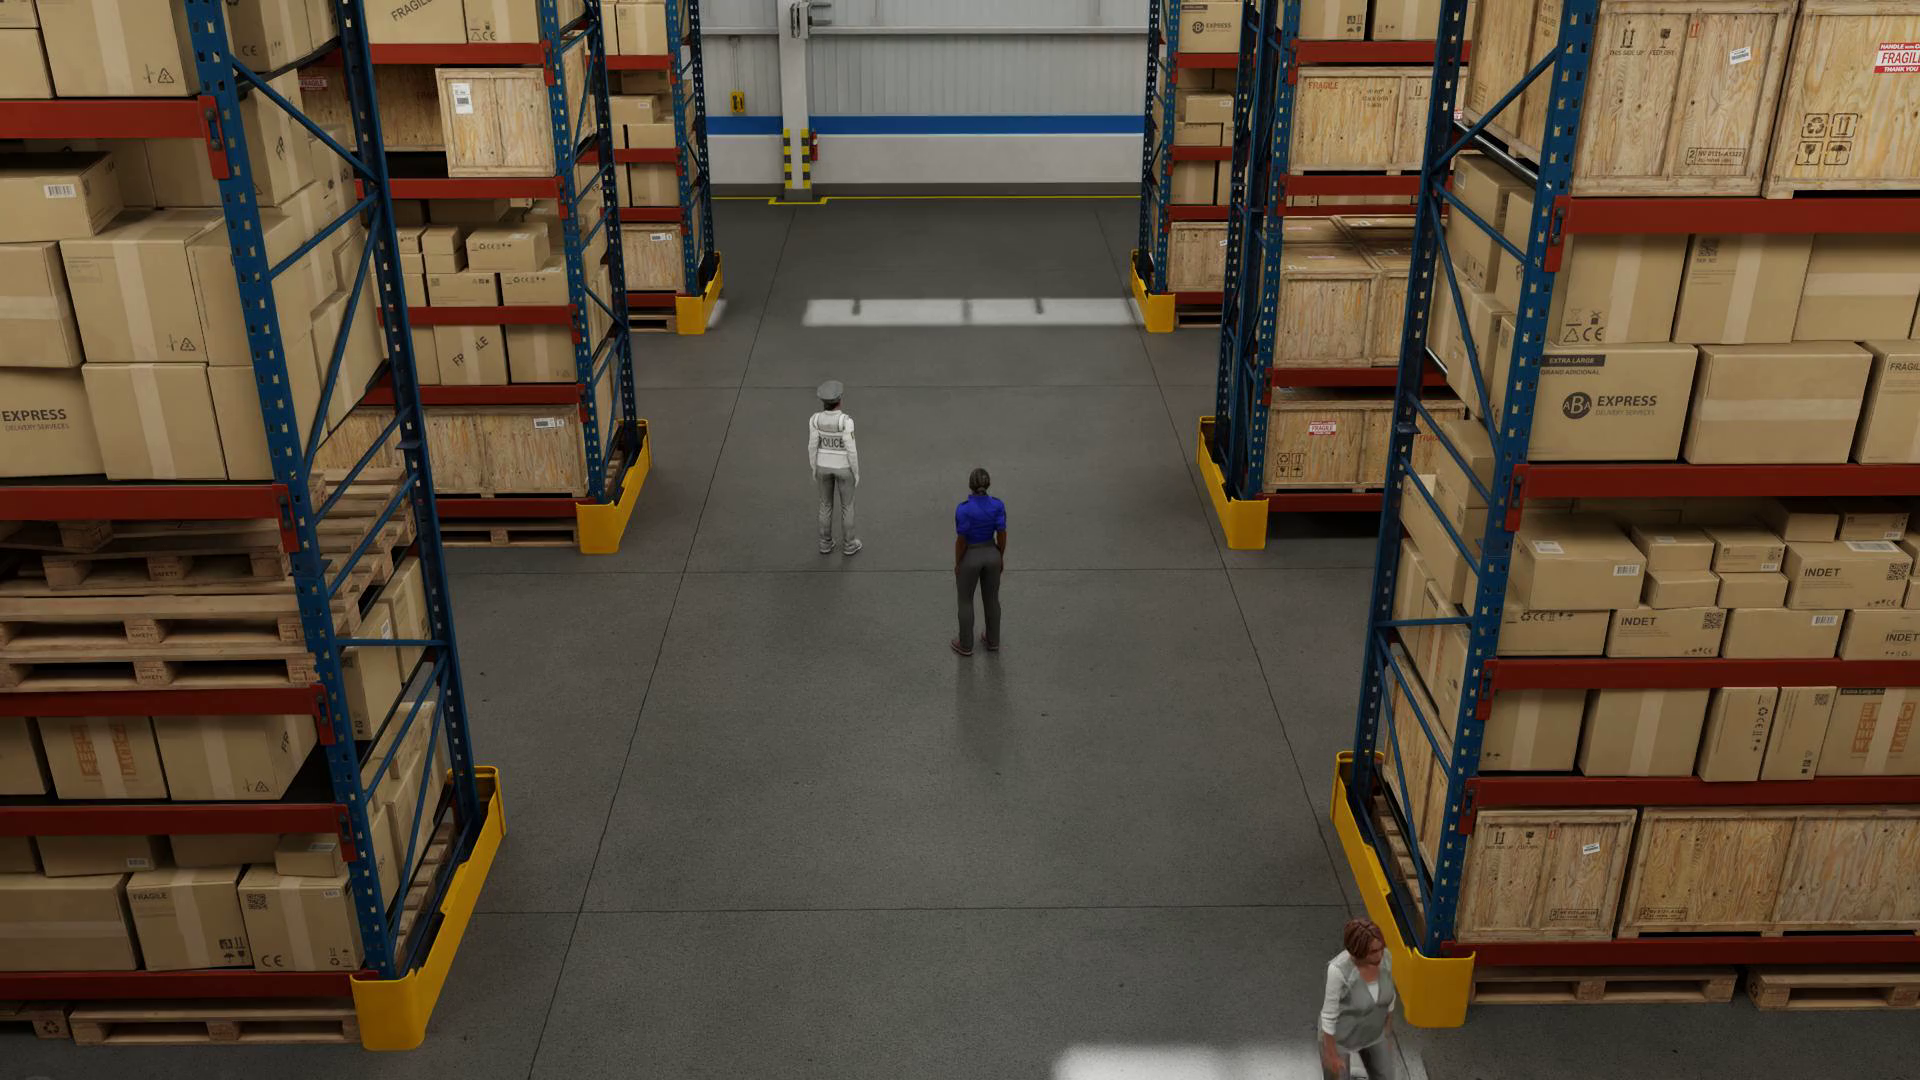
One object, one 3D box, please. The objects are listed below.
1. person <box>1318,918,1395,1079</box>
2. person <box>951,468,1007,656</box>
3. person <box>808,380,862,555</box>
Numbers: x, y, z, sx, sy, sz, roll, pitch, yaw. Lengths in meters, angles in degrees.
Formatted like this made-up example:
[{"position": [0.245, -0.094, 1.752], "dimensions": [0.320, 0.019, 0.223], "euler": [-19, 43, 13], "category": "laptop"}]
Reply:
[{"position": [2.024, 2.537, 8.639], "dimensions": [0.470, 1.588, 0.485], "euler": [-8, 26, -17], "category": "person"}, {"position": [0.144, 0.157, 13.670], "dimensions": [0.434, 1.656, 0.360], "euler": [-9, 27, -18], "category": "person"}, {"position": [-1.151, -0.666, 15.397], "dimensions": [0.469, 1.686, 0.369], "euler": [6, 26, 13], "category": "person"}]
